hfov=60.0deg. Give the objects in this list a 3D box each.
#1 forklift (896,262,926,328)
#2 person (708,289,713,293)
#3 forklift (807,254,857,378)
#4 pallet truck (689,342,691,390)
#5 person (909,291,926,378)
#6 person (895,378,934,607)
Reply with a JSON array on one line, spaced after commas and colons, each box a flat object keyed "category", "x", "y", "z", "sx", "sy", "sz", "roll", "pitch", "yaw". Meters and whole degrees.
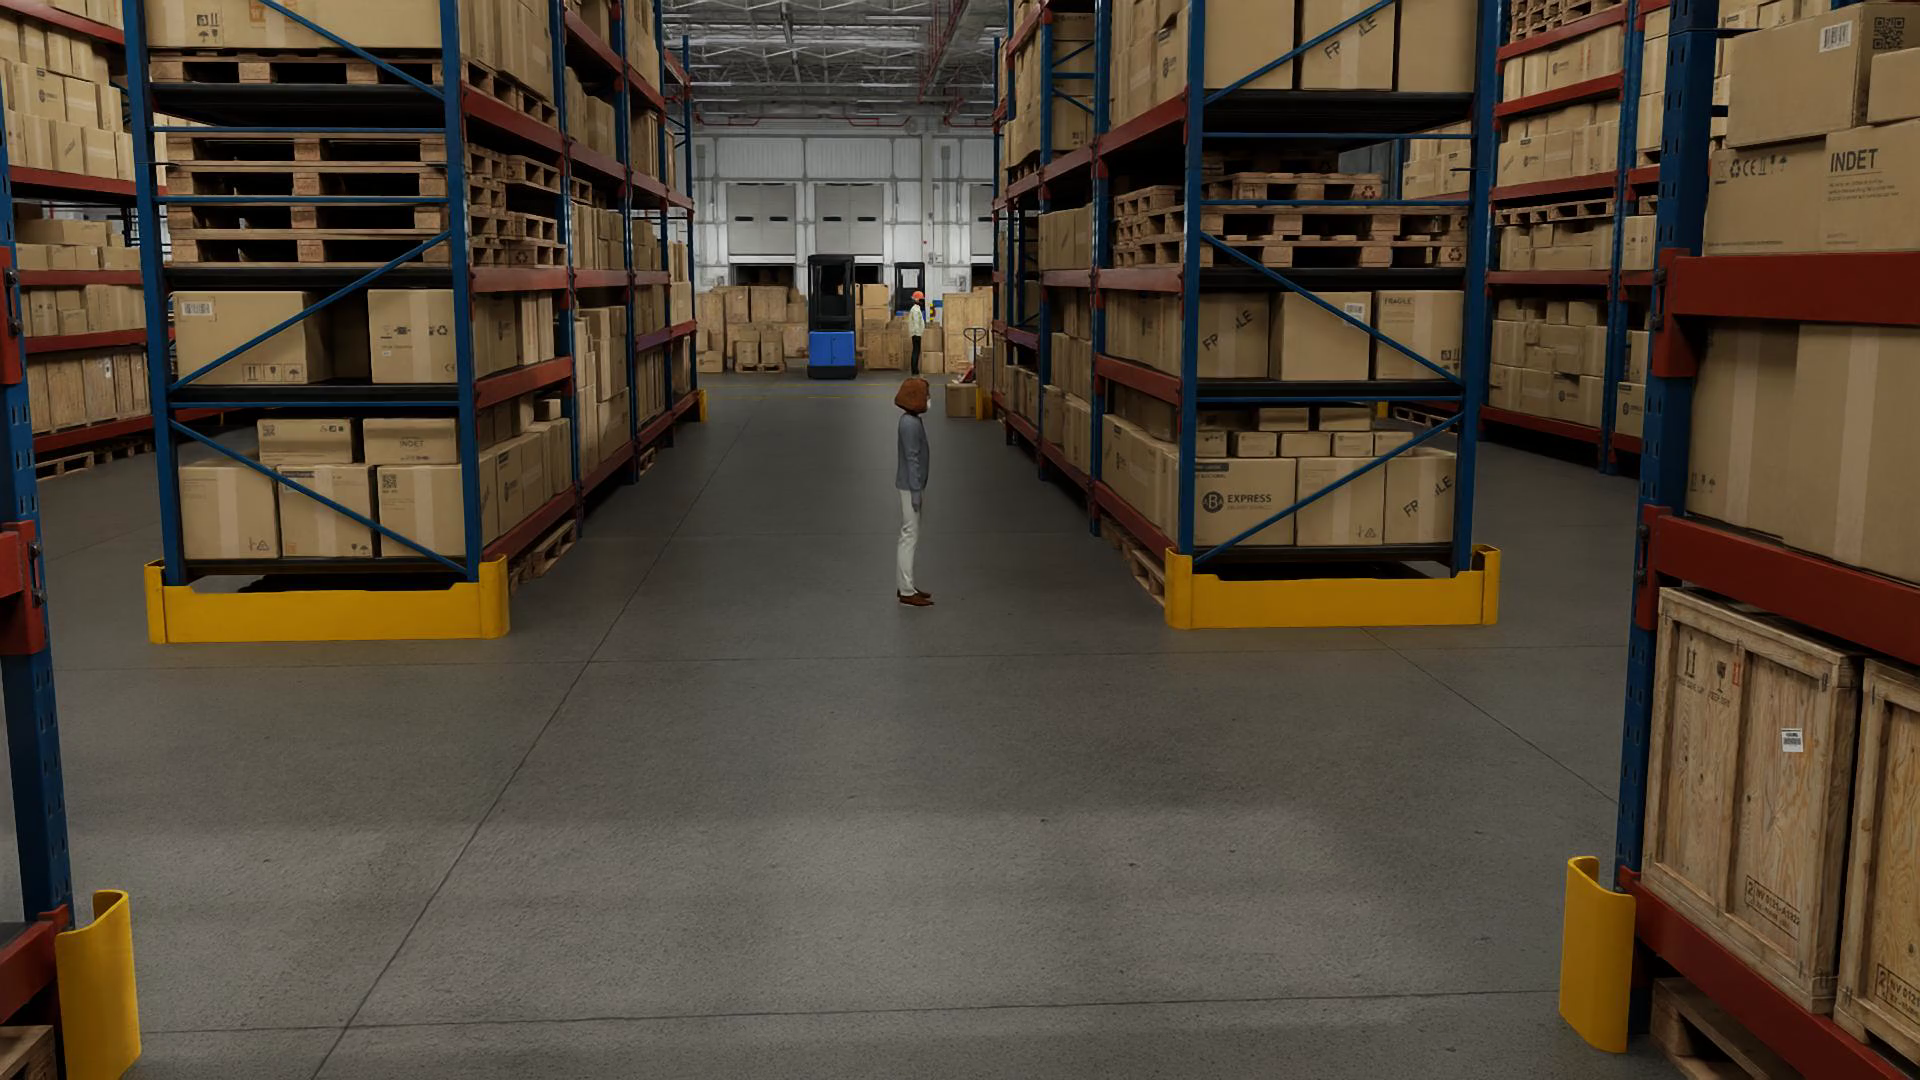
[{"category": "forklift", "x": -1.780, "y": -8.547, "z": 59.499, "sx": 1.129, "sy": 2.768, "sz": 1.873, "roll": -1, "pitch": 9, "yaw": -4}, {"category": "person", "x": -9.499, "y": -8.758, "z": 64.093, "sx": 0.952, "sy": 1.849, "sz": 0.582, "roll": 0, "pitch": 9, "yaw": 2}, {"category": "forklift", "x": -2.942, "y": -5.145, "z": 38.138, "sx": 1.129, "sy": 2.768, "sz": 1.873, "roll": -1, "pitch": 9, "yaw": -4}, {"category": "pallet truck", "x": -5.225, "y": -3.008, "z": 27.480, "sx": 1.885, "sy": 1.965, "sz": 0.823, "roll": 2, "pitch": 9, "yaw": 14}, {"category": "person", "x": -0.968, "y": -4.700, "z": 38.115, "sx": 0.387, "sy": 1.992, "sz": 0.626, "roll": -1, "pitch": 9, "yaw": -4}, {"category": "person", "x": -0.329, "y": -0.347, "z": 11.909, "sx": 0.268, "sy": 1.632, "sz": 0.509, "roll": -1, "pitch": 9, "yaw": -4}]
